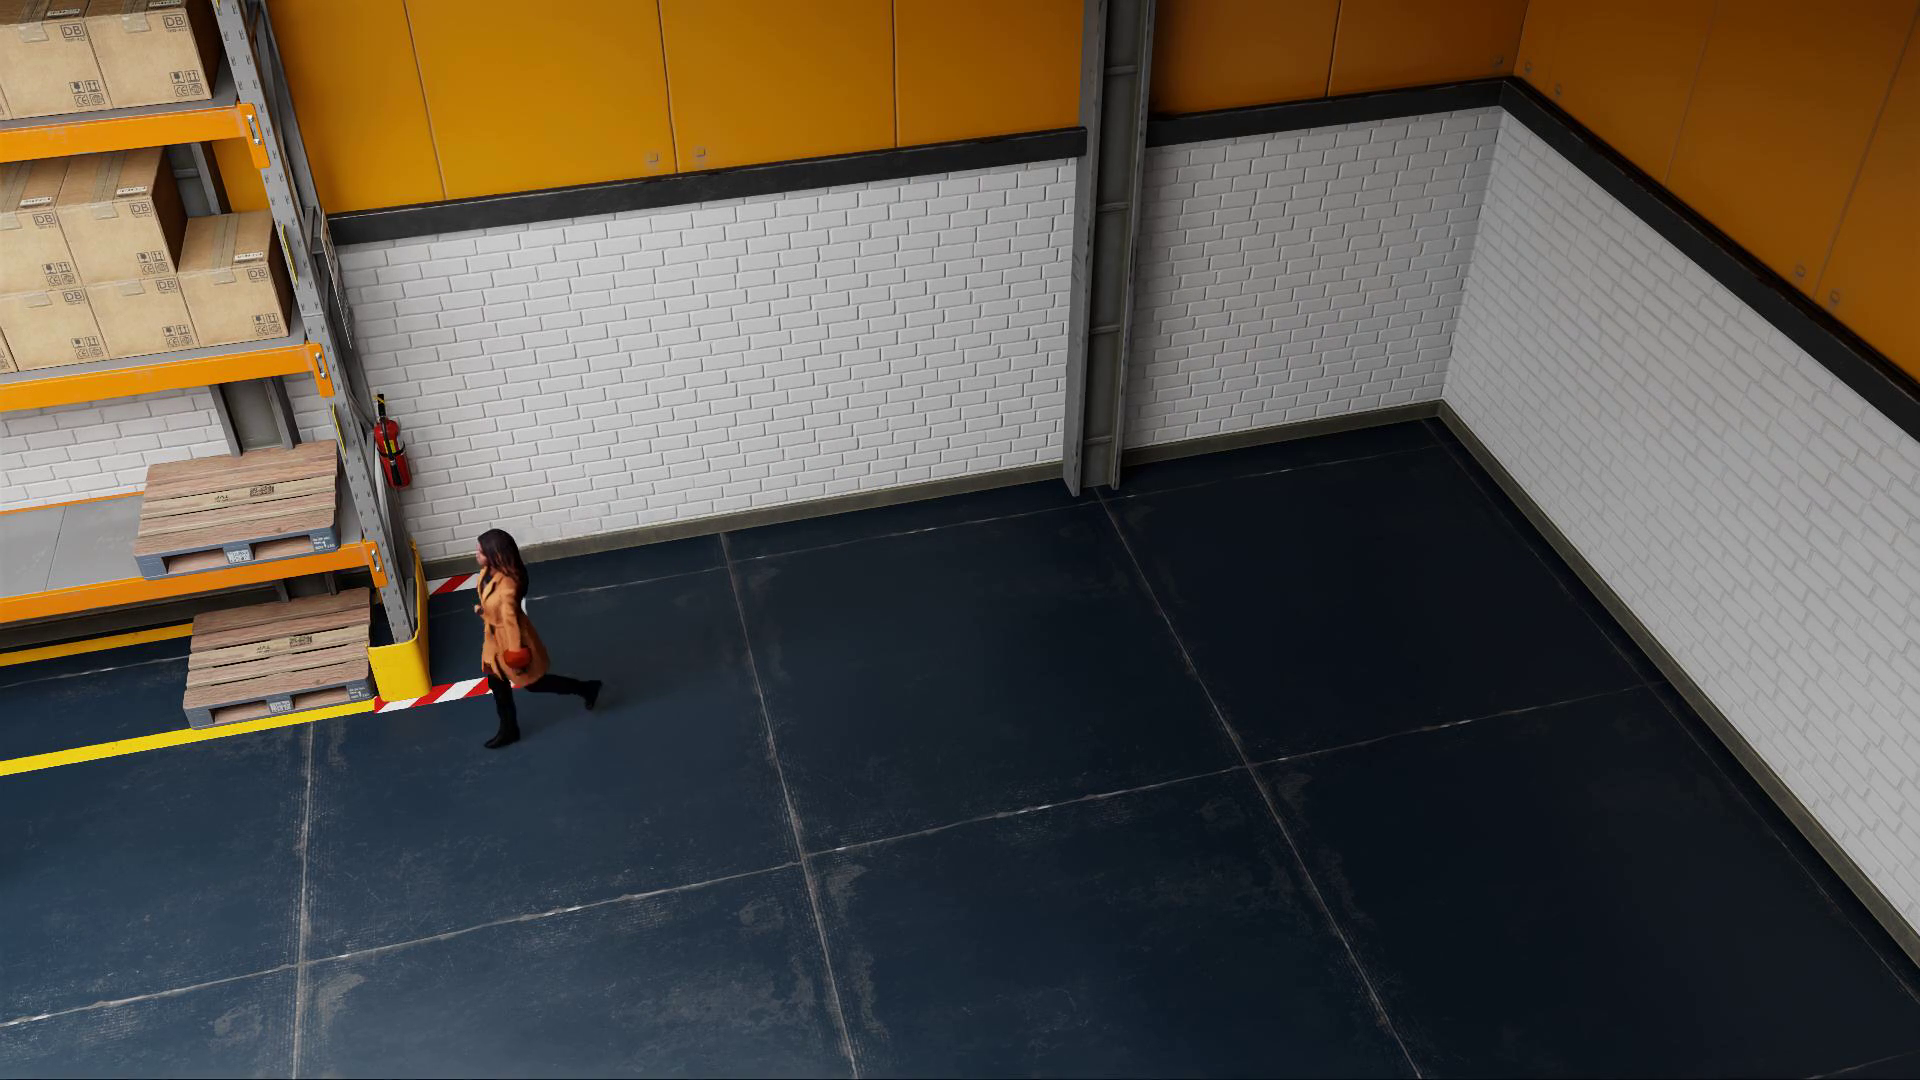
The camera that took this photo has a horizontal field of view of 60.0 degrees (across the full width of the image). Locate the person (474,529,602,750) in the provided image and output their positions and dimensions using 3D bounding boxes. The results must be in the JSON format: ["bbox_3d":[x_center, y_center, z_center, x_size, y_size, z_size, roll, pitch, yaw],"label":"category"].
[{"bbox_3d":[-2.795,0.638,10.720,1.144,1.696,0.877,-19,42,-22],"label":"person"}]
